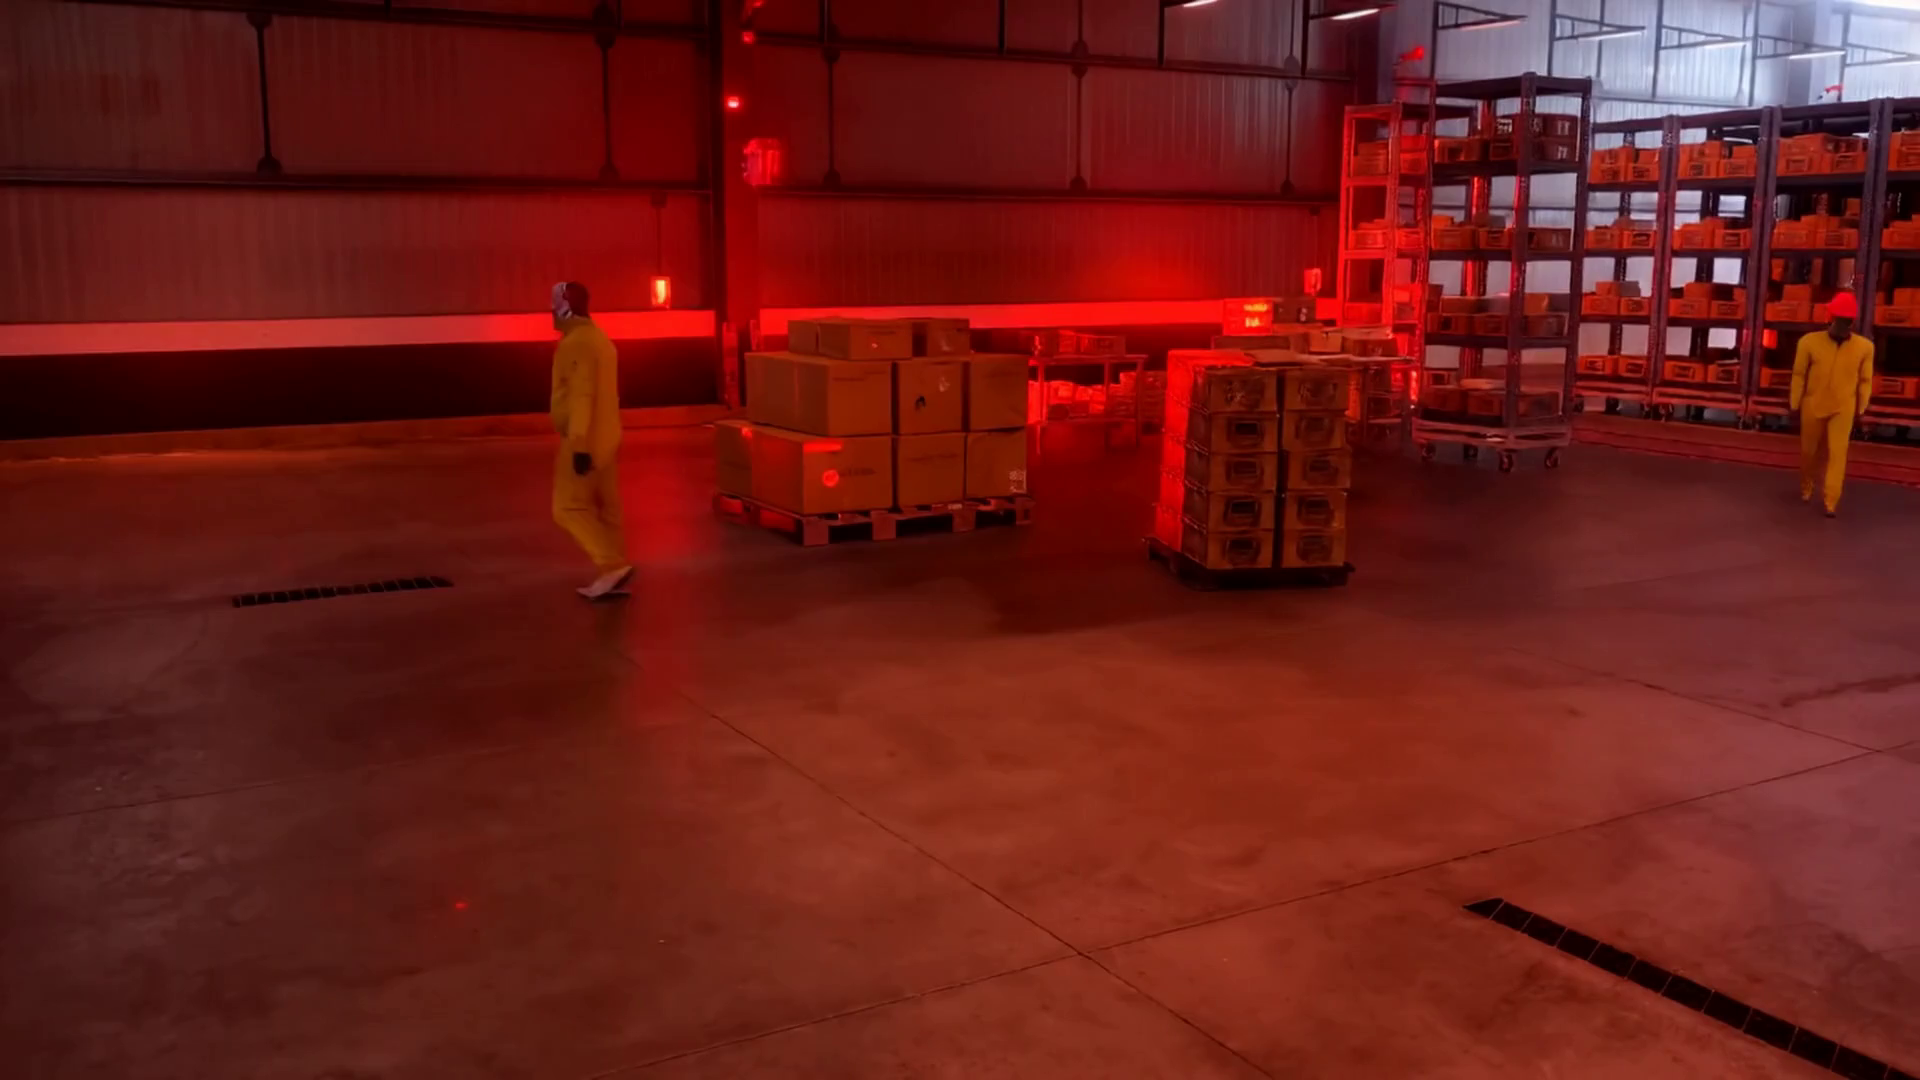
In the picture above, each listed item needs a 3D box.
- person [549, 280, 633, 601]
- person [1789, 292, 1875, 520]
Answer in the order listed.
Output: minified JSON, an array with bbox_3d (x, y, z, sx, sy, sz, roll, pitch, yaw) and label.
[{"bbox_3d":[-2.182,-0.571,9.749,0.435,1.878,0.667,1,10,7],"label":"person"},{"bbox_3d":[6.734,-1.054,12.884,0.565,1.730,0.741,5,11,25],"label":"person"}]
